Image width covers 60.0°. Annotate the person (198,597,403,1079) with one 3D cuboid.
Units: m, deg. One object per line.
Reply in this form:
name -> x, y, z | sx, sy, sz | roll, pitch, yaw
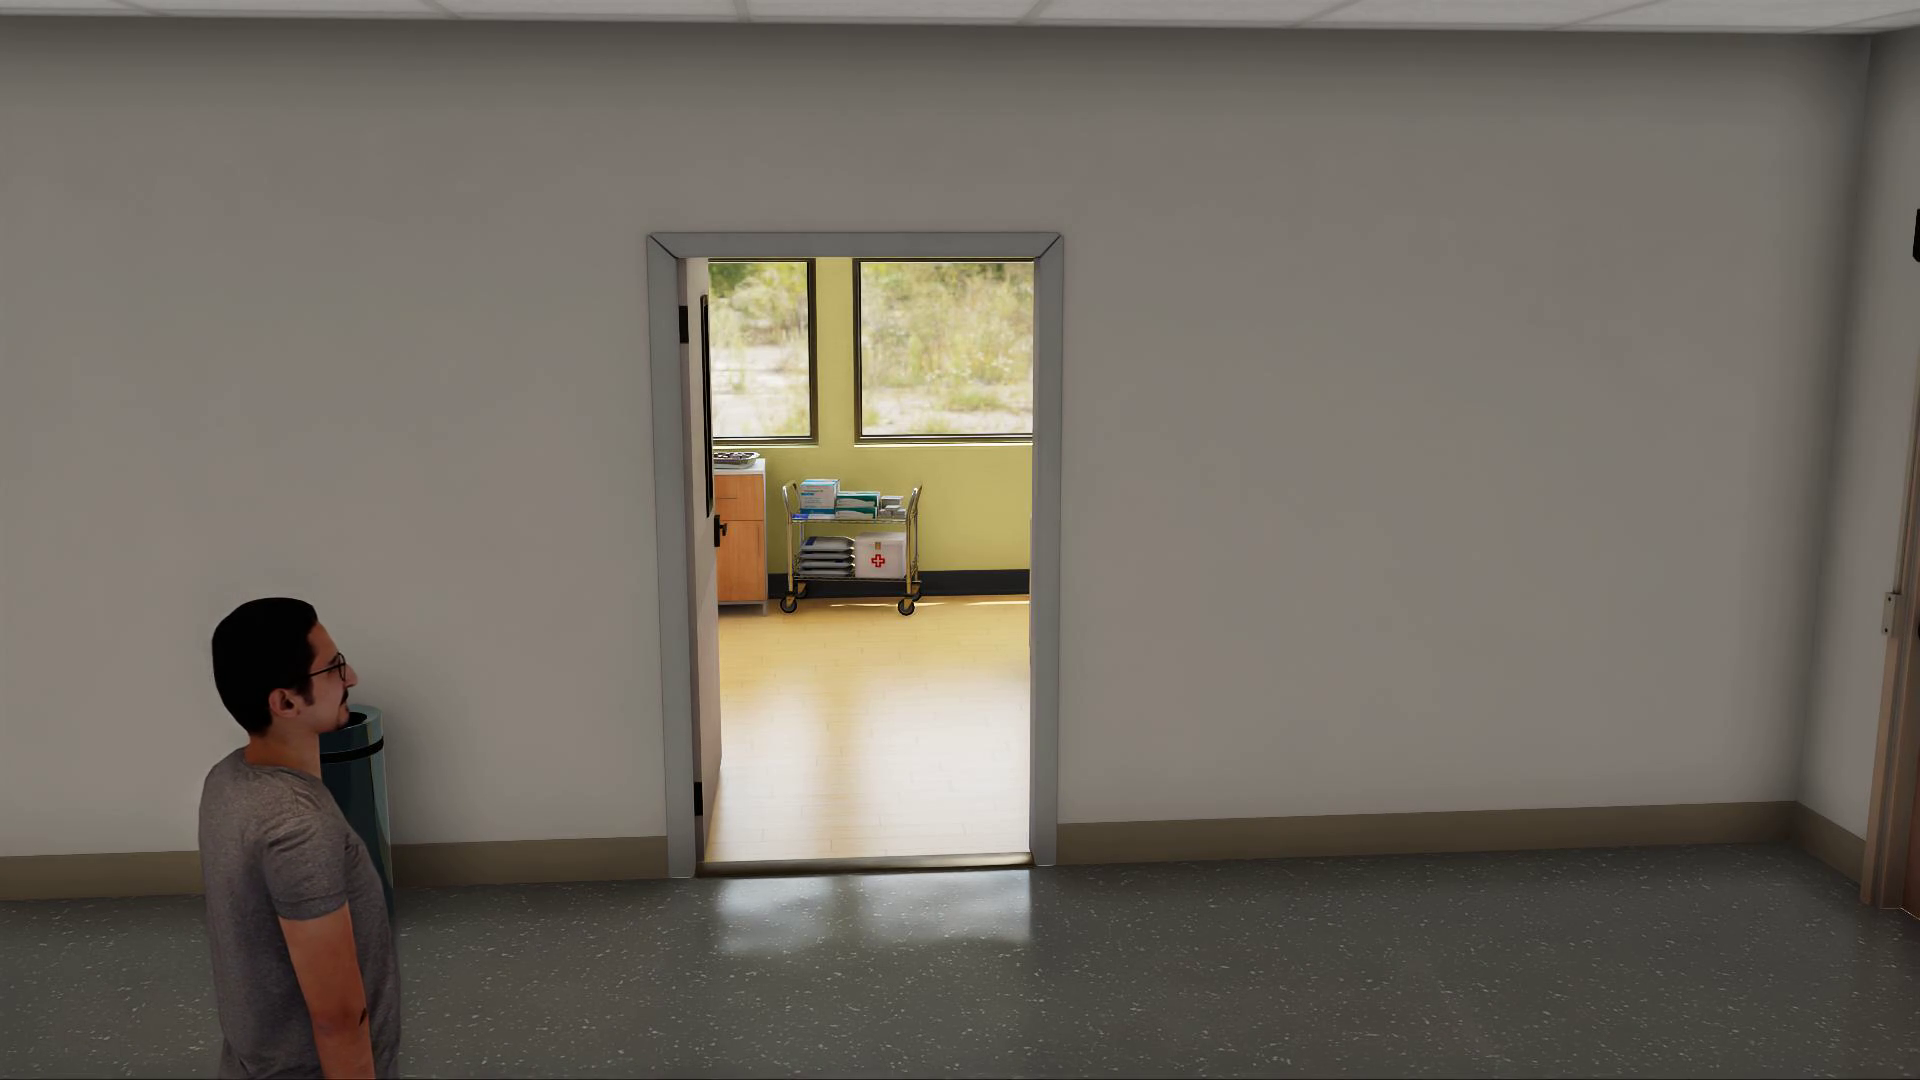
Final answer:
person -> -1.091, 0.949, 2.793 | 0.732, 1.755, 0.703 | -9, 14, -40
